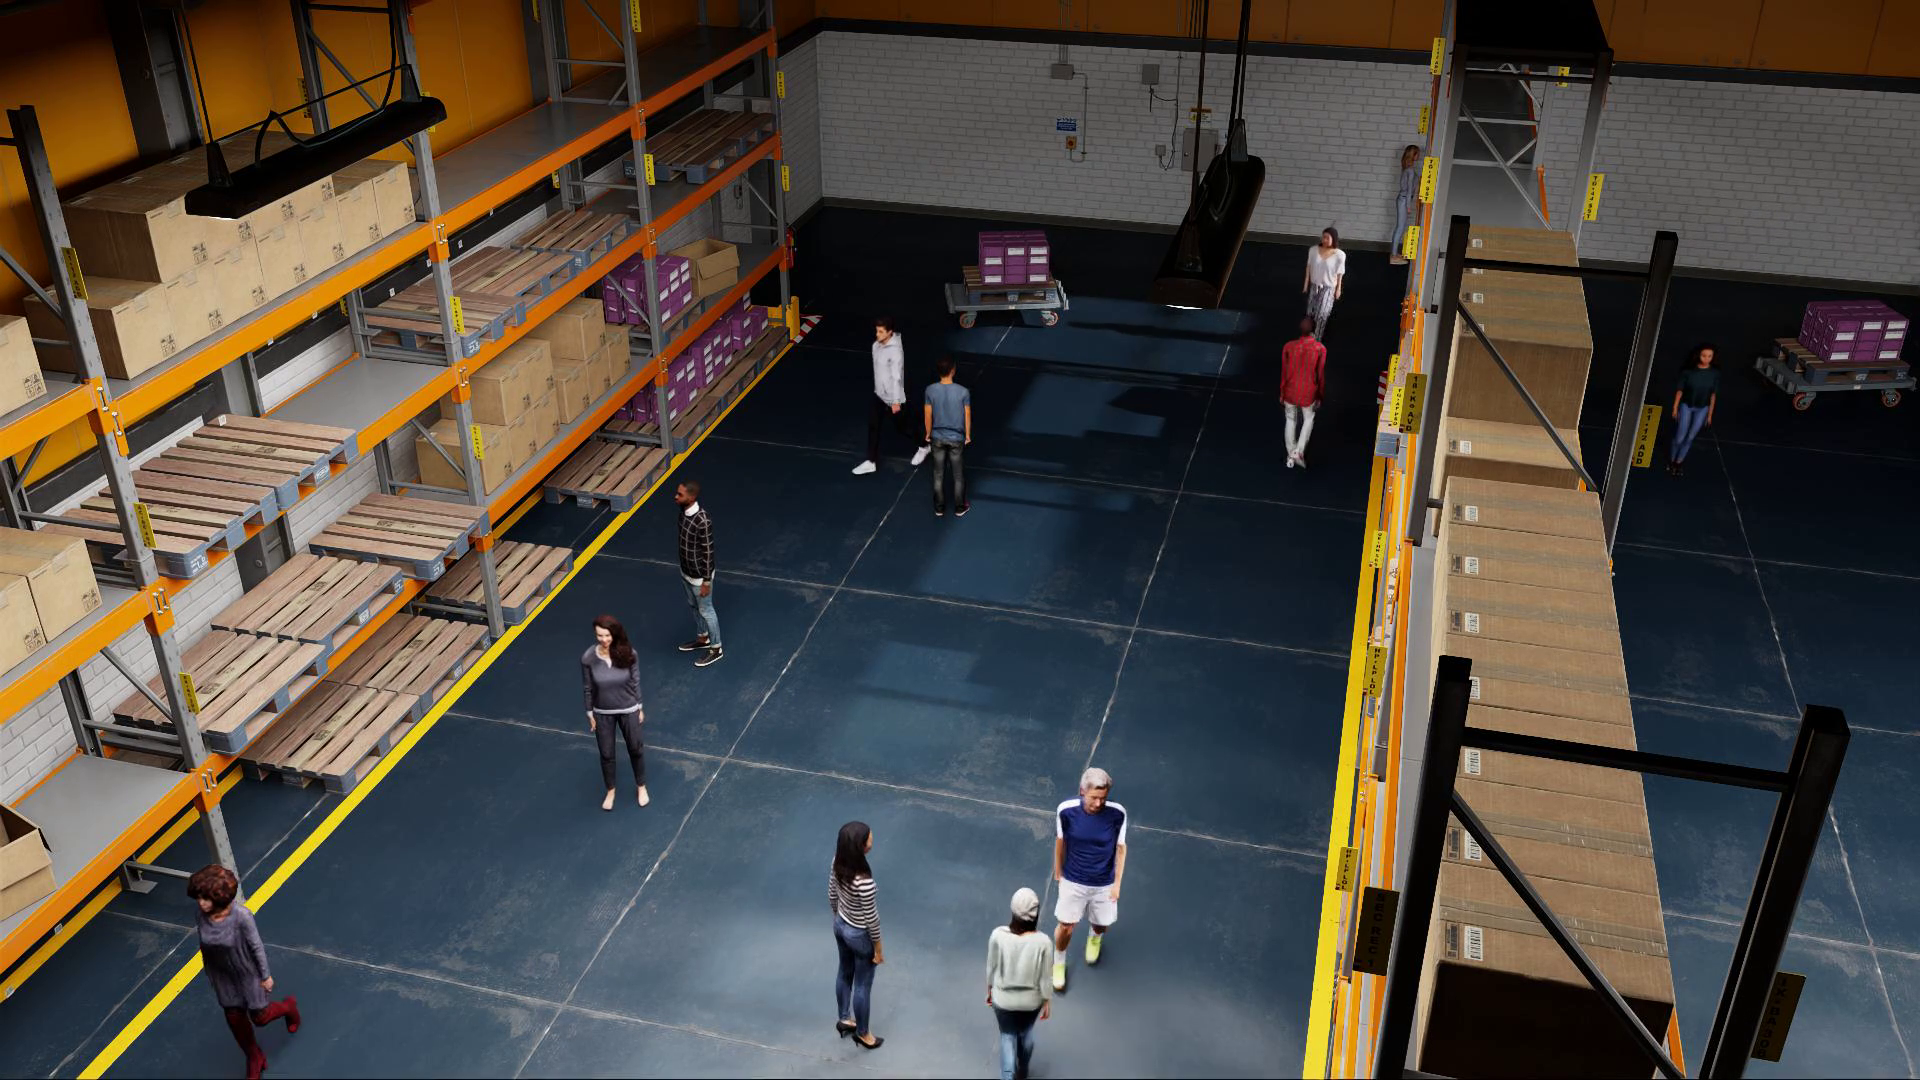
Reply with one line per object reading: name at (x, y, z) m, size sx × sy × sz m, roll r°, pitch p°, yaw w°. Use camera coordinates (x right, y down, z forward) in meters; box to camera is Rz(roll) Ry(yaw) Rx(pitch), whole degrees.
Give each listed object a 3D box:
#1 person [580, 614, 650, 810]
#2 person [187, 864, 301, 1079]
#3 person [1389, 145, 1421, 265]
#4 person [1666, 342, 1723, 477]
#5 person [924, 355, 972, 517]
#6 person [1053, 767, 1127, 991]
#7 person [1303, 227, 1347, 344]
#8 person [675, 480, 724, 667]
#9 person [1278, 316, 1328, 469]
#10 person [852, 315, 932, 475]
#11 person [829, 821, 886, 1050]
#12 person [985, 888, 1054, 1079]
person at (-2.745, 1.349, 13.248) m, size 0.680 × 1.769 × 0.680 m, roll -7°, pitch 29°, yaw -13°
person at (-4.598, 2.759, 10.739) m, size 0.630 × 1.696 × 0.824 m, roll 6°, pitch 29°, yaw 10°
person at (6.652, -5.034, 24.924) m, size 0.680 × 1.795 × 0.504 m, roll 2°, pitch 29°, yaw 4°
person at (8.199, -1.494, 18.632) m, size 0.617 × 1.604 × 0.616 m, roll 4°, pitch 29°, yaw 8°
person at (-0.130, -1.101, 17.699) m, size 0.672 × 1.808 × 0.585 m, roll 3°, pitch 29°, yaw 6°
person at (0.903, 2.279, 11.499) m, size 0.727 × 1.812 × 0.867 m, roll 5°, pitch 29°, yaw 9°
person at (4.823, -3.343, 21.967) m, size 0.928 × 1.656 × 1.105 m, roll 21°, pitch 35°, yaw 33°
person at (-2.386, 0.270, 15.173) m, size 0.785 × 1.821 × 0.744 m, roll -18°, pitch 33°, yaw -29°
person at (3.802, -1.620, 18.651) m, size 0.666 × 1.809 × 0.782 m, roll 9°, pitch 30°, yaw 15°
person at (-0.693, -1.632, 18.599) m, size 1.315 × 1.879 × 1.204 m, roll -19°, pitch 34°, yaw -30°
person at (-0.685, 2.599, 10.930) m, size 0.701 × 1.794 × 0.677 m, roll -22°, pitch 35°, yaw -34°
person at (0.363, 2.929, 10.495) m, size 0.683 × 1.632 × 0.919 m, roll 5°, pitch 29°, yaw 9°
